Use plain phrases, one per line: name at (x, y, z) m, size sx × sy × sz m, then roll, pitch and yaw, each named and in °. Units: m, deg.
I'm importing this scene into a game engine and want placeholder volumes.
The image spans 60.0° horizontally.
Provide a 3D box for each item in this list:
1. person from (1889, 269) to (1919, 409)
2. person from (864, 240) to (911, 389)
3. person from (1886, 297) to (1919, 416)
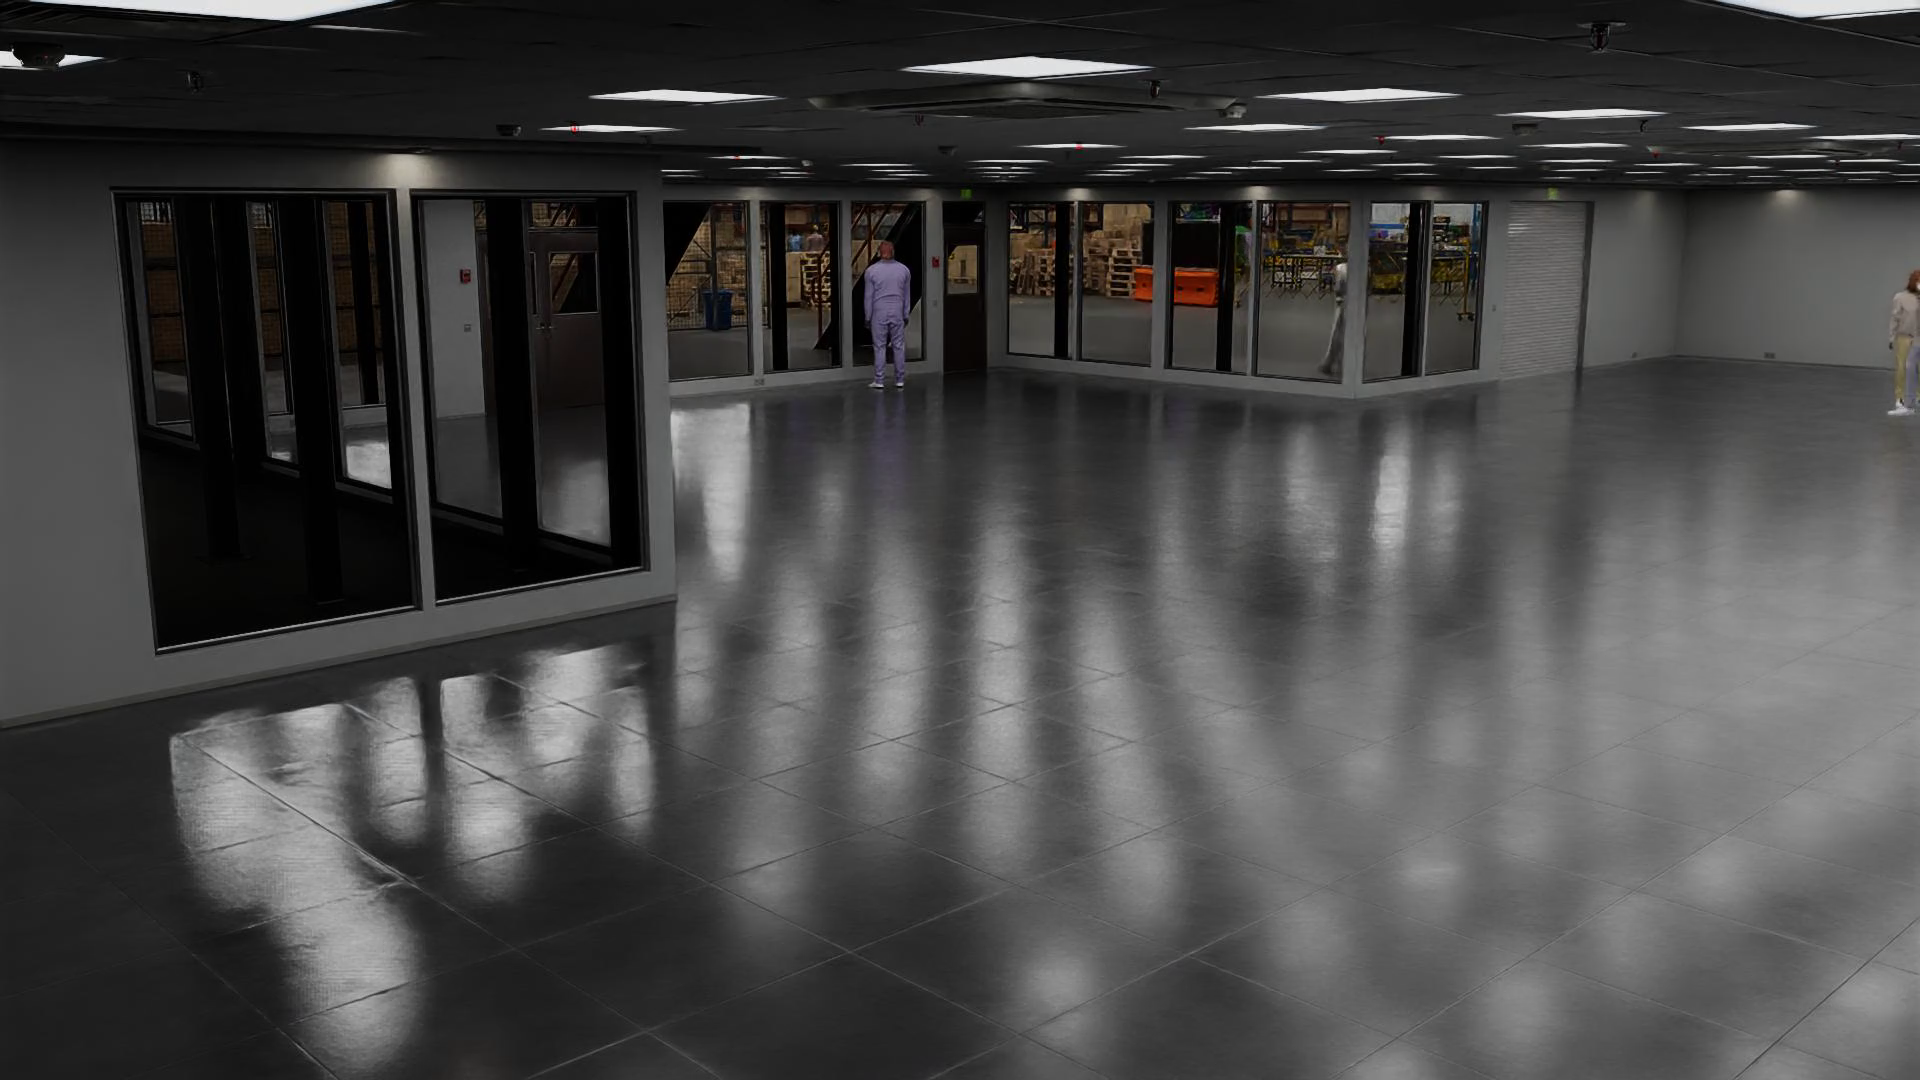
person at (11.098, -2.332, 19.370) m, size 0.504 × 1.616 × 0.517 m, roll 4°, pitch 12°, yaw 19°
person at (-0.955, -2.916, 21.573) m, size 0.643 × 1.909 × 0.410 m, roll -5°, pitch 12°, yaw -23°
person at (10.887, -2.289, 18.593) m, size 0.721 × 1.848 × 0.530 m, roll 1°, pitch 11°, yaw 3°
